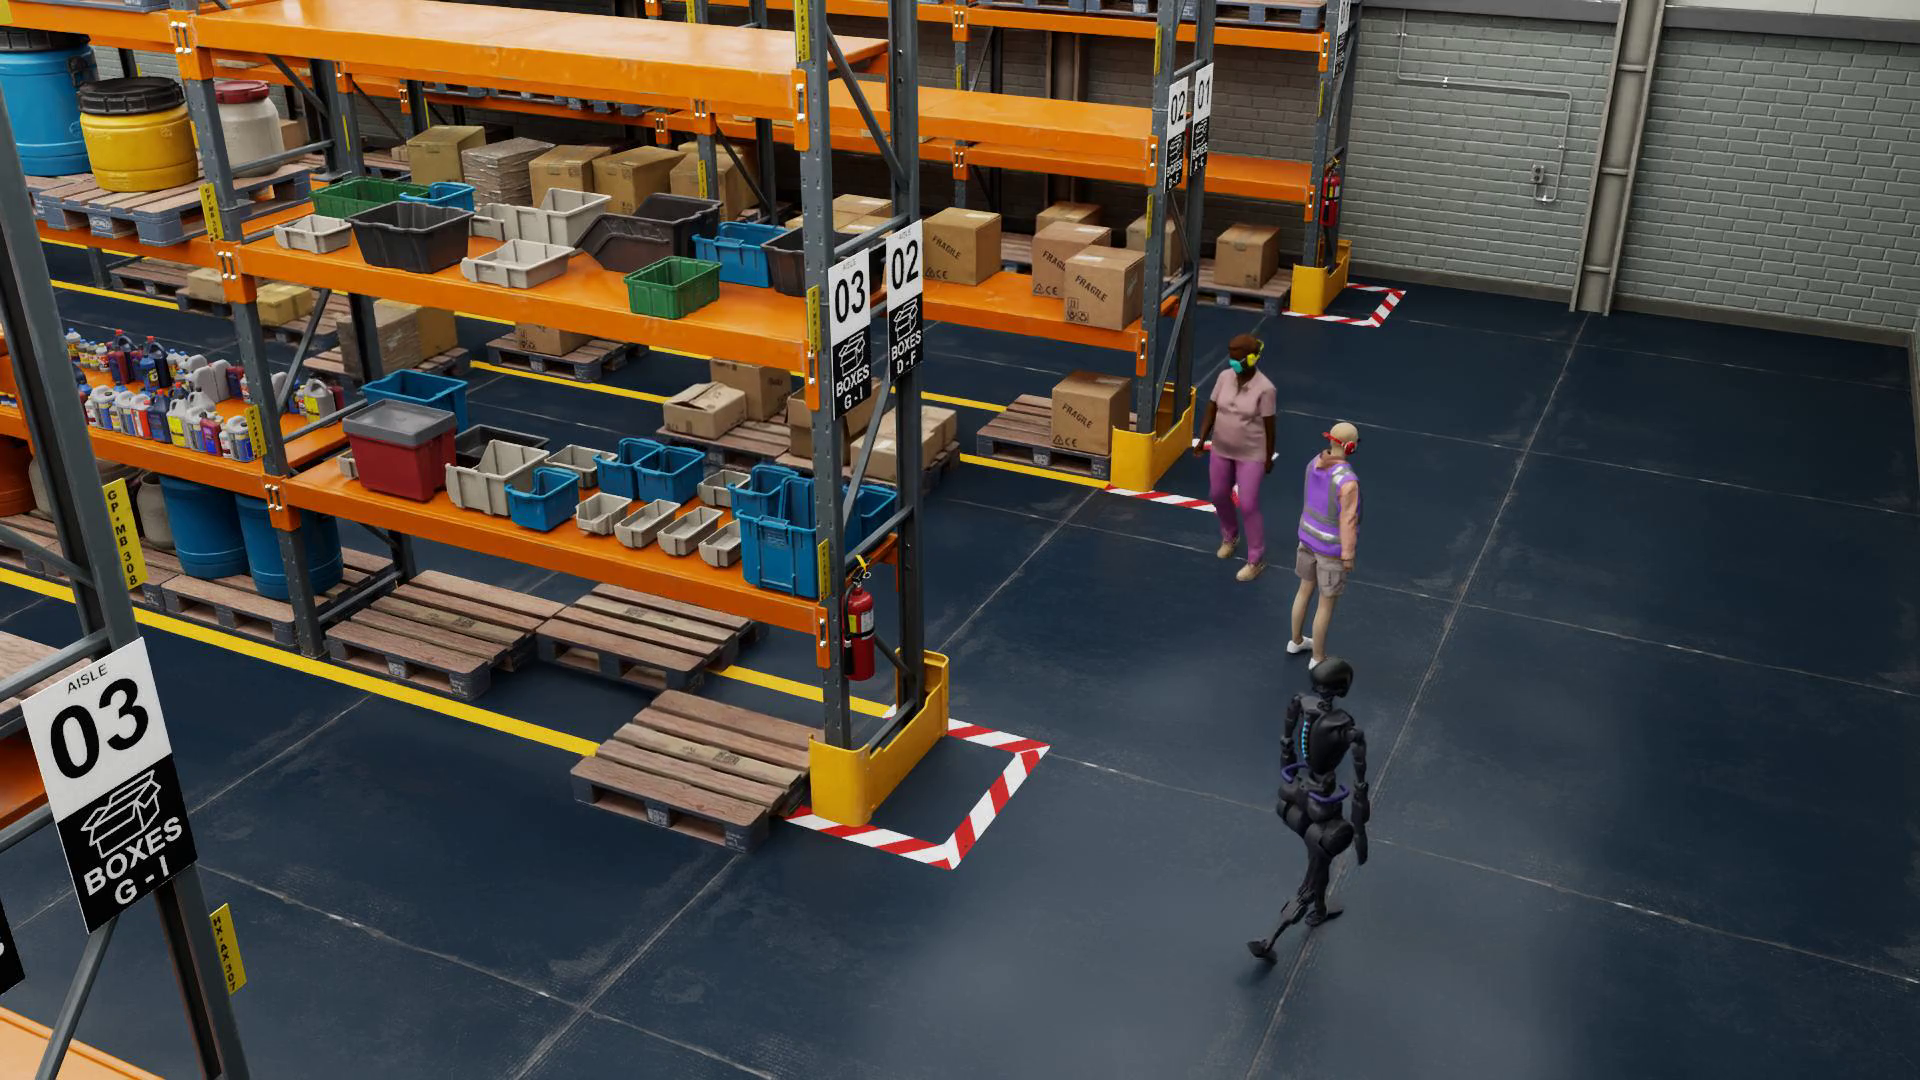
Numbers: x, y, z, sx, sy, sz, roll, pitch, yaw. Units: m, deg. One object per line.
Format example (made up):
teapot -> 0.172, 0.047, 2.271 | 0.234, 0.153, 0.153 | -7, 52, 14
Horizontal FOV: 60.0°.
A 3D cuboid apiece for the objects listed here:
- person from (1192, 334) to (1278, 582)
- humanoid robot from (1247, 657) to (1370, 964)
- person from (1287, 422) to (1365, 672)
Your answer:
person -> 2.003, -0.620, 11.850 | 0.532, 1.773, 0.552 | 22, 34, 37
humanoid robot -> 1.704, 1.302, 8.125 | 0.743, 1.637, 0.601 | -16, 30, -29
person -> 2.340, 0.043, 10.620 | 0.351, 1.688, 0.489 | -11, 28, -21
